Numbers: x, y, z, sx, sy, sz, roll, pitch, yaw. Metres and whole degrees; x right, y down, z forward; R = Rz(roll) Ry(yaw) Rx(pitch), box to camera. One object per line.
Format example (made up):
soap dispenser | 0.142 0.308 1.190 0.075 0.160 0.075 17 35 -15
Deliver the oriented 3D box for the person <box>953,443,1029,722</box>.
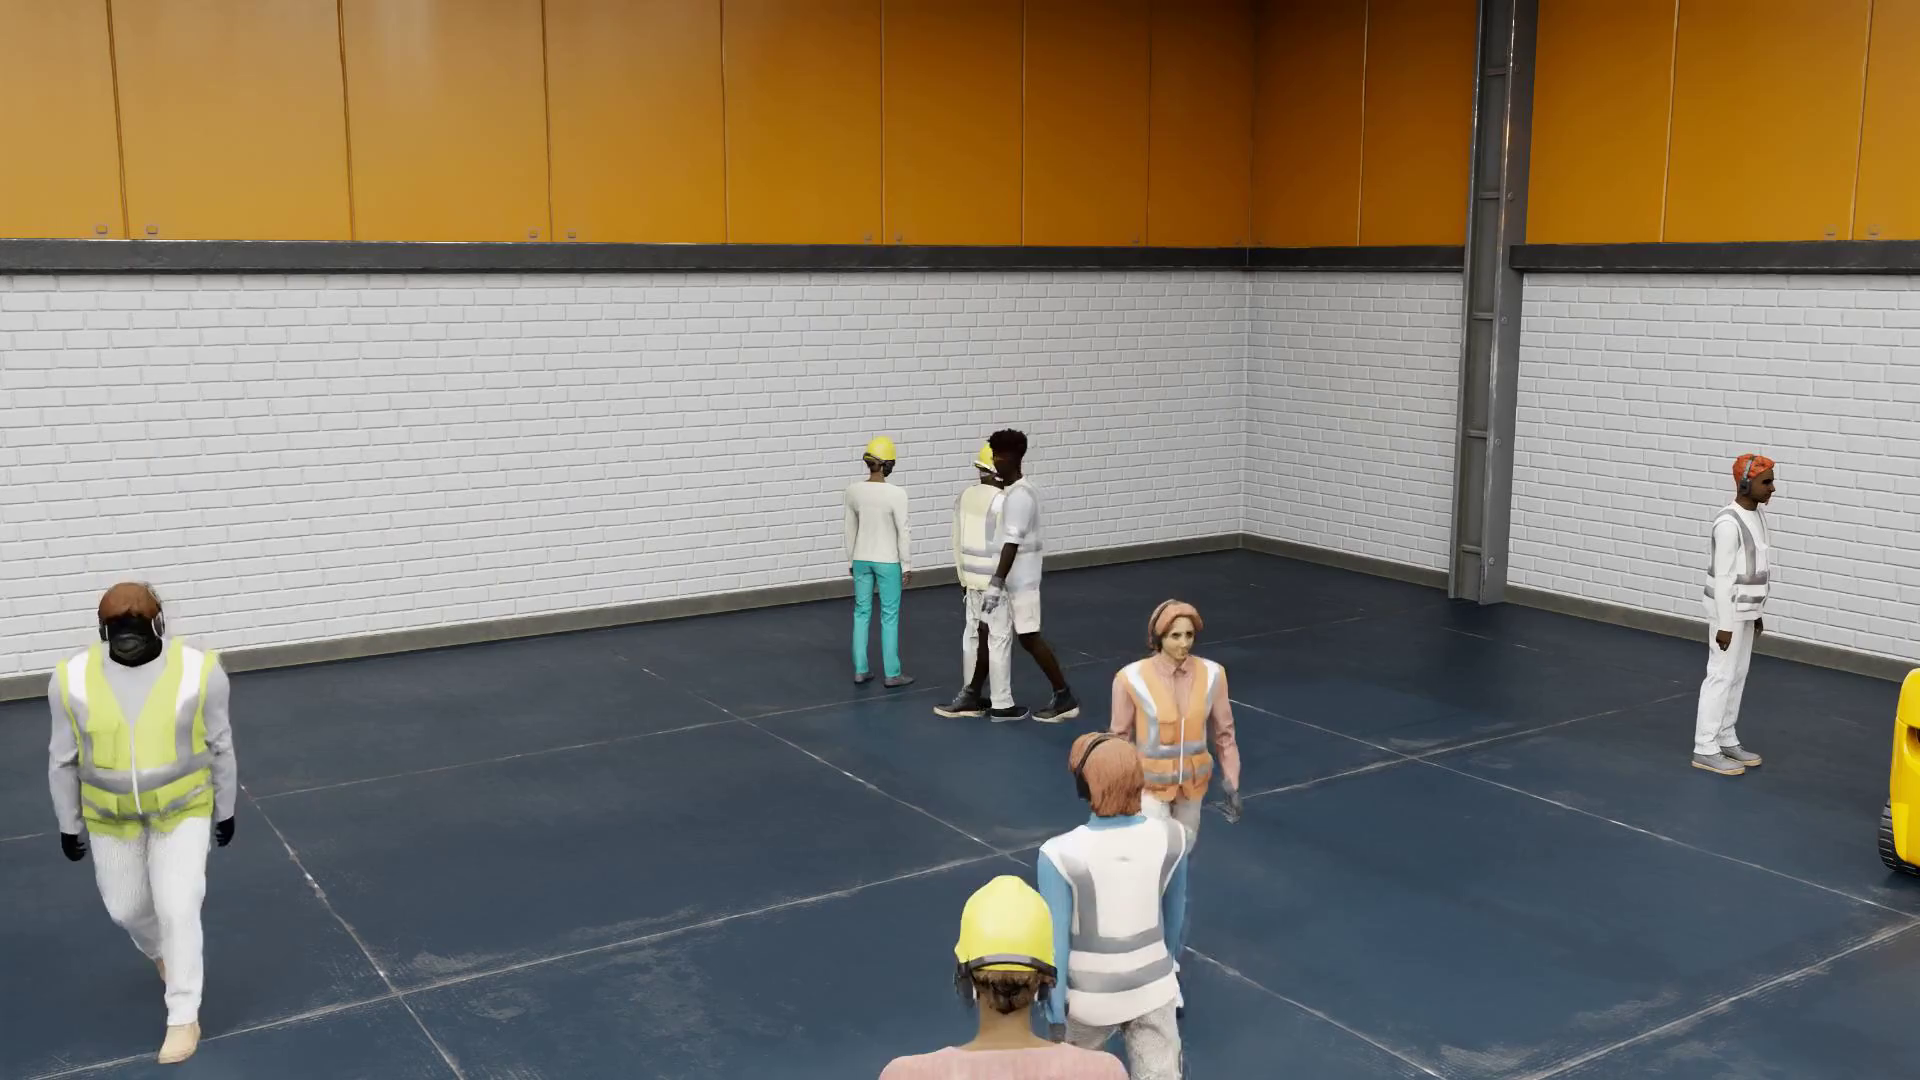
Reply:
person | 0.218 0.262 10.855 0.404 1.829 0.600 -8 12 -40

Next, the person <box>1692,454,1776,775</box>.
person | 4.538 0.430 9.726 0.352 1.879 0.568 8 12 39

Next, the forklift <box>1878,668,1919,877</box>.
forklift | 5.511 0.571 7.906 2.313 2.155 1.214 -6 11 -33

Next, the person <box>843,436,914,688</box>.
person | -0.563 0.154 11.709 0.533 1.767 0.326 5 11 29

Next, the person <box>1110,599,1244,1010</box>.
person | 0.893 1.053 6.733 0.536 1.609 0.736 -3 10 -19

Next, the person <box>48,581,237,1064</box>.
person | -3.111 1.012 6.406 0.639 1.816 0.777 -3 10 -15

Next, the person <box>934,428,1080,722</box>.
person | 0.335 0.235 10.747 0.934 1.927 0.613 -1 9 -7

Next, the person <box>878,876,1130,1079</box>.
person | 0.066 1.539 3.438 0.540 1.738 0.725 -2 10 -11

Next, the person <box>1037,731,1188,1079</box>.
person | 0.442 1.355 5.002 0.515 1.590 0.897 -3 10 -19
